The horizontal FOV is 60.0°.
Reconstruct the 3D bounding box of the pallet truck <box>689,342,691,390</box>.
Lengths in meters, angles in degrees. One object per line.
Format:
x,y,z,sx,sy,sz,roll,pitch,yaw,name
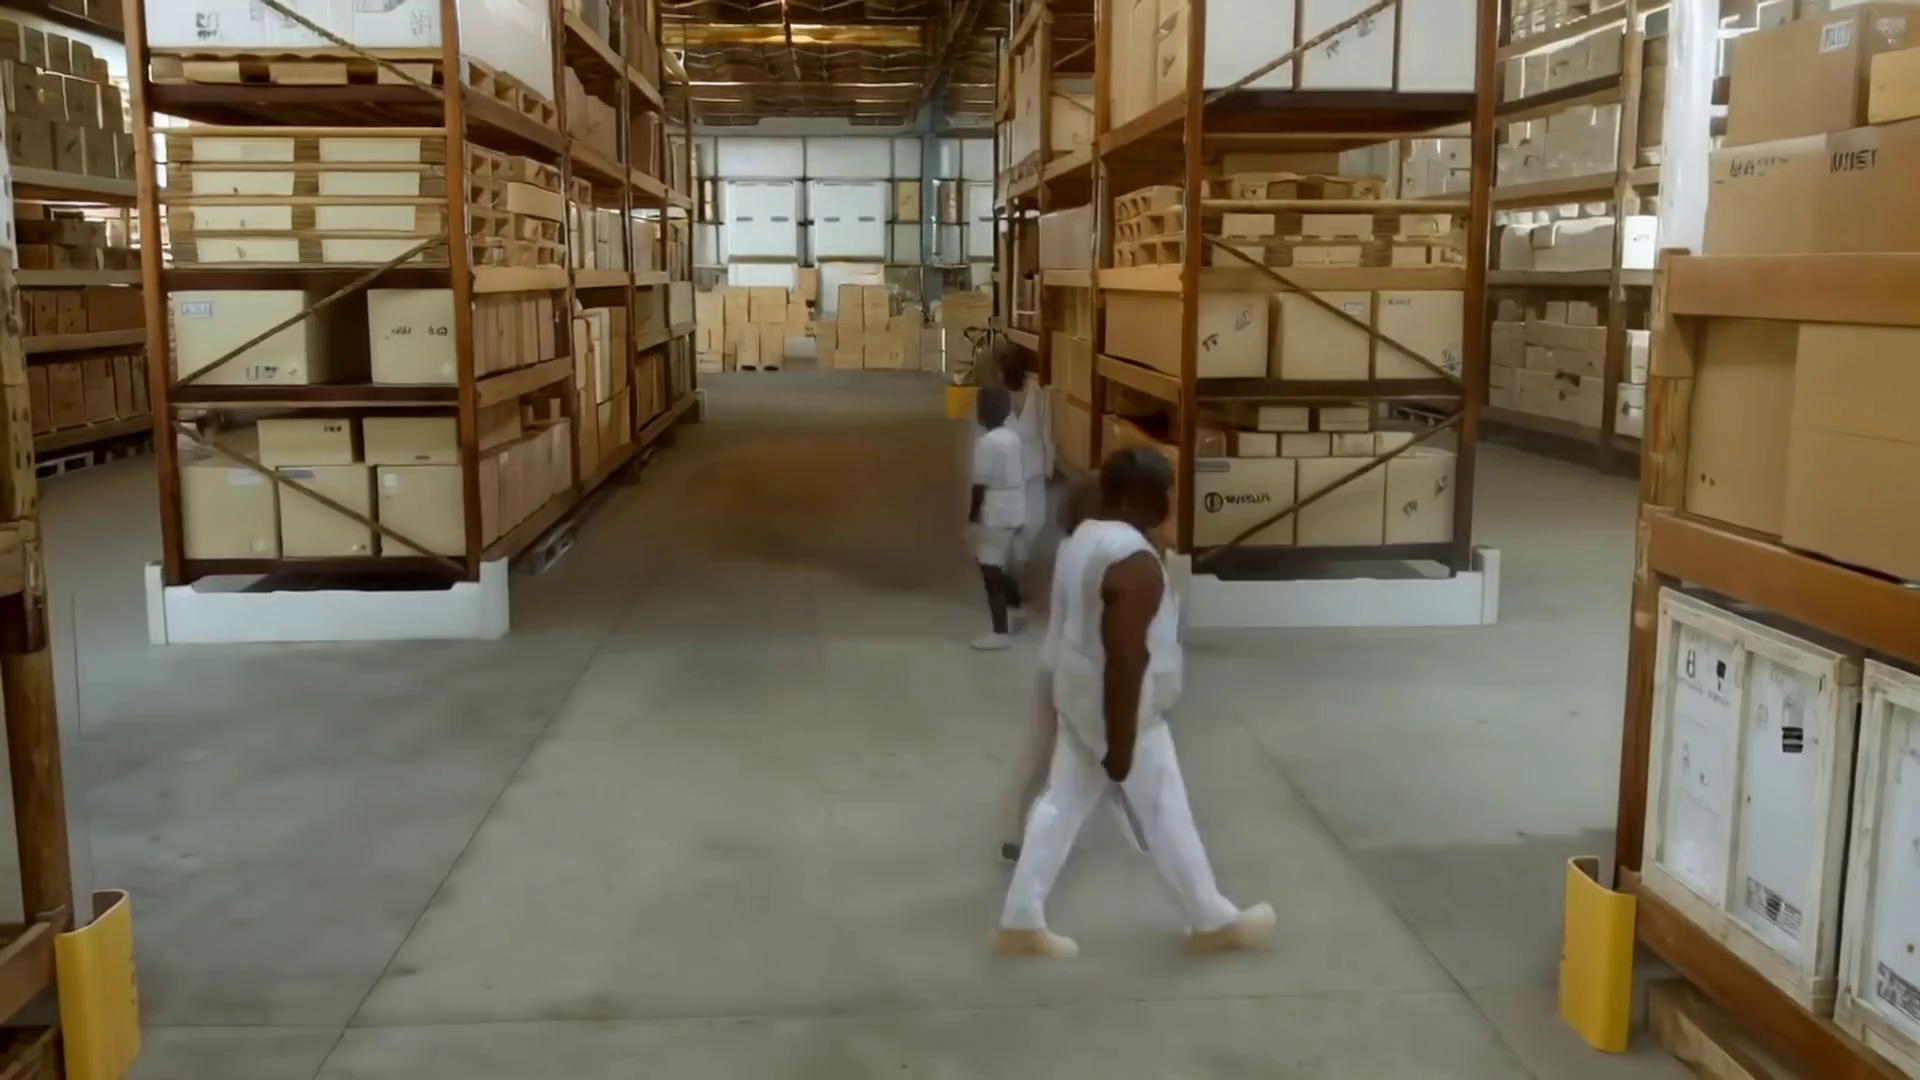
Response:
-5.225,-3.008,27.480,1.885,1.965,0.823,2,9,14,pallet truck

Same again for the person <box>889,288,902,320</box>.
-2.305,-7.828,57.983,0.636,1.928,0.387,3,10,19,person

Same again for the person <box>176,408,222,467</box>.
-6.846,-0.858,15.014,0.584,1.653,0.572,7,11,37,person

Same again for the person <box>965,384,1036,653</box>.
0.207,-0.129,10.394,0.361,1.687,0.540,3,10,19,person

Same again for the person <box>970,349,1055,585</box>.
0.381,-0.498,12.255,0.643,1.823,0.491,-1,9,-9,person

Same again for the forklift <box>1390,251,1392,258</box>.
8.247,-4.226,32.367,1.129,2.768,1.873,6,11,35,forklift

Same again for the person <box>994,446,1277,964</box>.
0.572,0.570,5.680,0.999,1.783,0.636,-2,9,-14,person

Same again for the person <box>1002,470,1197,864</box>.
0.552,0.519,6.600,0.833,1.592,0.536,0,9,3,person

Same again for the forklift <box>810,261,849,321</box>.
-3.966,-7.837,55.042,1.873,2.768,1.129,3,9,16,forklift

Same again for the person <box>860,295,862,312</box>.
-4.003,-9.101,66.785,0.701,1.680,0.538,1,9,8,person
